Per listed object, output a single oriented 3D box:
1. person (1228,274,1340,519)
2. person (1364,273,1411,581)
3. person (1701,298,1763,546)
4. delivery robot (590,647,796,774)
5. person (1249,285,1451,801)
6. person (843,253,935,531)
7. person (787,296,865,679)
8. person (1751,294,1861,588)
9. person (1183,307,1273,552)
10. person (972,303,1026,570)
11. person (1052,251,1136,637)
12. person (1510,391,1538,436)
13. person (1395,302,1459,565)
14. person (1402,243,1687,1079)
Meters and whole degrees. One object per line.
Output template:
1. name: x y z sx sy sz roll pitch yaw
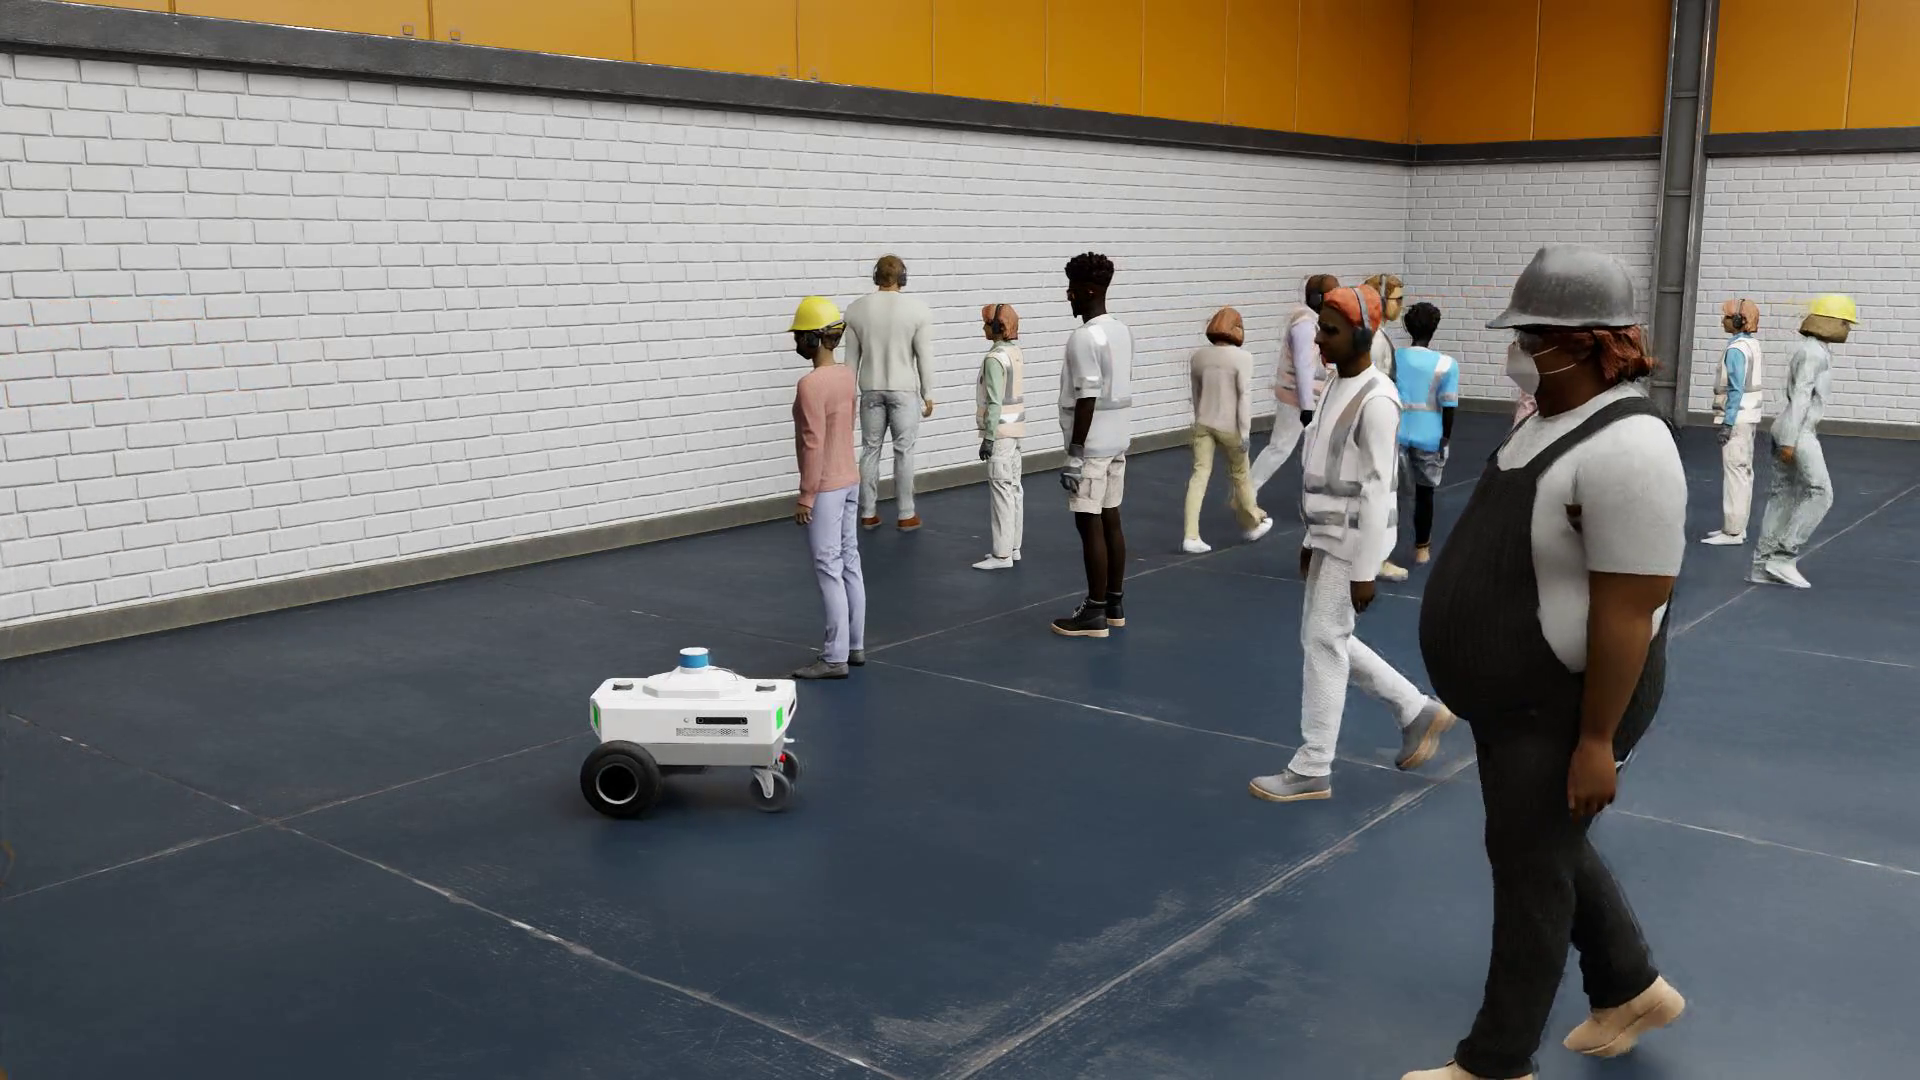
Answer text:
1. person: 2.437 -1.011 11.943 0.973 1.795 0.653 5 11 25
2. person: 2.502 -0.657 9.884 0.563 1.828 0.509 0 10 0
3. person: 5.146 -0.776 11.038 0.315 1.641 0.514 7 12 34
4. delivery robot: -0.951 0.631 5.991 0.707 0.478 0.477 0 10 1
5. person: 1.428 0.024 5.965 0.689 1.870 0.594 0 10 -2
6. person: -0.493 -1.019 11.600 0.640 1.931 0.374 2 10 11
7. person: -0.637 -0.238 7.706 0.328 1.765 0.534 3 11 18
8. person: 4.913 -0.574 9.701 0.501 1.705 0.517 4 11 22
9. person: 1.735 -0.726 10.906 0.512 1.574 0.891 9 14 41
10. person: 0.253 -0.634 10.257 0.307 1.641 0.514 3 11 16
11. person: 0.684 -0.487 8.538 0.361 1.962 0.615 5 11 26
12. person: 3.267 -0.478 9.123 0.608 1.728 0.406 -3 11 -18
13. person: 2.732 -0.612 10.094 0.542 1.658 0.872 4 11 23
14. person: 1.400 0.318 3.869 0.653 2.000 0.686 1 10 4
